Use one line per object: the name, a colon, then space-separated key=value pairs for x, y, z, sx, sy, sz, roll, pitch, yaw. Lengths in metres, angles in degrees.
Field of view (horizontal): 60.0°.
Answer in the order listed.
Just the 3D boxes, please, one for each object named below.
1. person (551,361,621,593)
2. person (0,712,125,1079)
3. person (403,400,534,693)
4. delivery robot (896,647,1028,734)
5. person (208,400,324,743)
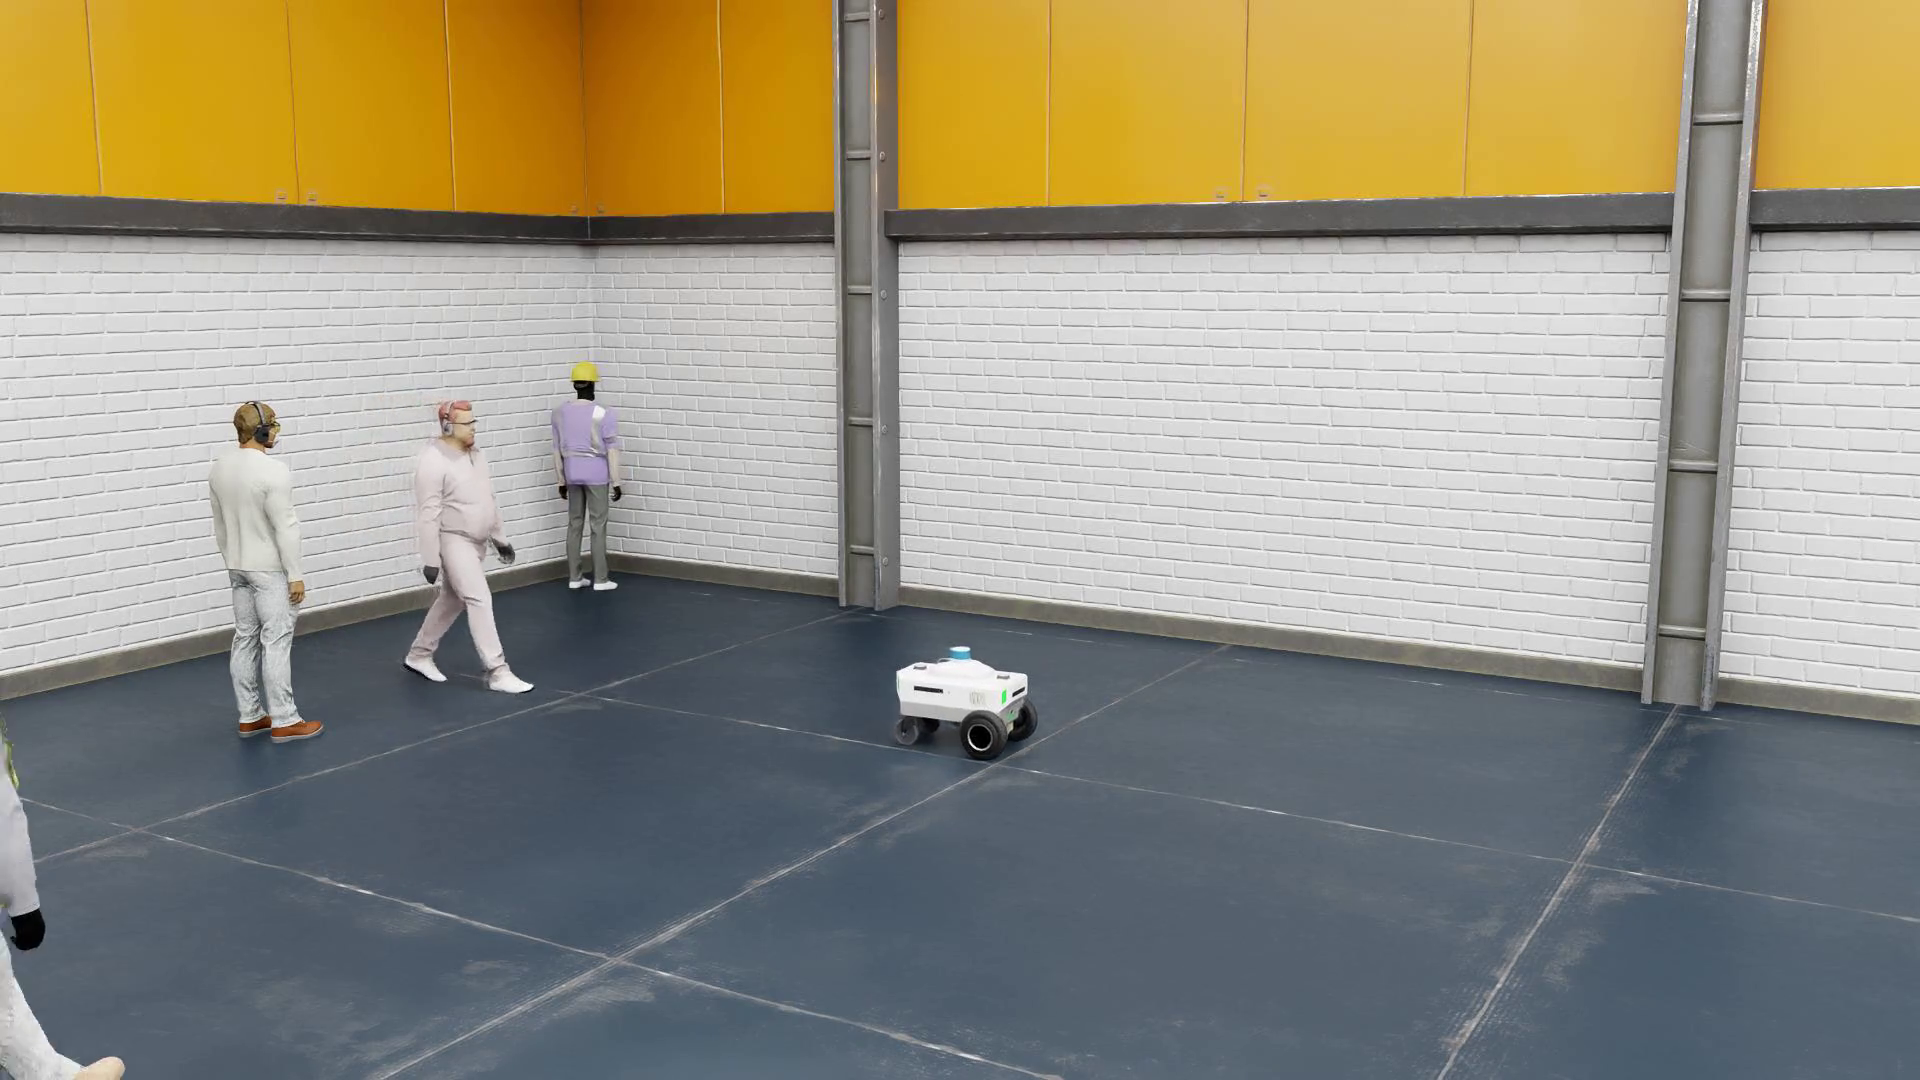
person: x=-3.101 y=-0.521 z=13.843 sx=0.586 sy=1.925 sz=0.384 roll=3 pitch=10 yaw=17
person: x=-2.934 y=0.991 z=4.812 sx=0.642 sy=1.794 sz=0.983 roll=5 pitch=10 yaw=28
person: x=-3.197 y=0.032 z=10.589 sx=0.975 sy=1.868 sz=0.645 roll=2 pitch=9 yaw=11
delivery robot: x=0.006 y=0.842 z=9.299 sx=0.707 sy=0.478 sz=0.477 roll=4 pitch=10 yaw=25
person: x=-3.944 y=0.181 z=9.414 sx=0.630 sy=1.940 sz=0.372 roll=5 pitch=10 yaw=29
